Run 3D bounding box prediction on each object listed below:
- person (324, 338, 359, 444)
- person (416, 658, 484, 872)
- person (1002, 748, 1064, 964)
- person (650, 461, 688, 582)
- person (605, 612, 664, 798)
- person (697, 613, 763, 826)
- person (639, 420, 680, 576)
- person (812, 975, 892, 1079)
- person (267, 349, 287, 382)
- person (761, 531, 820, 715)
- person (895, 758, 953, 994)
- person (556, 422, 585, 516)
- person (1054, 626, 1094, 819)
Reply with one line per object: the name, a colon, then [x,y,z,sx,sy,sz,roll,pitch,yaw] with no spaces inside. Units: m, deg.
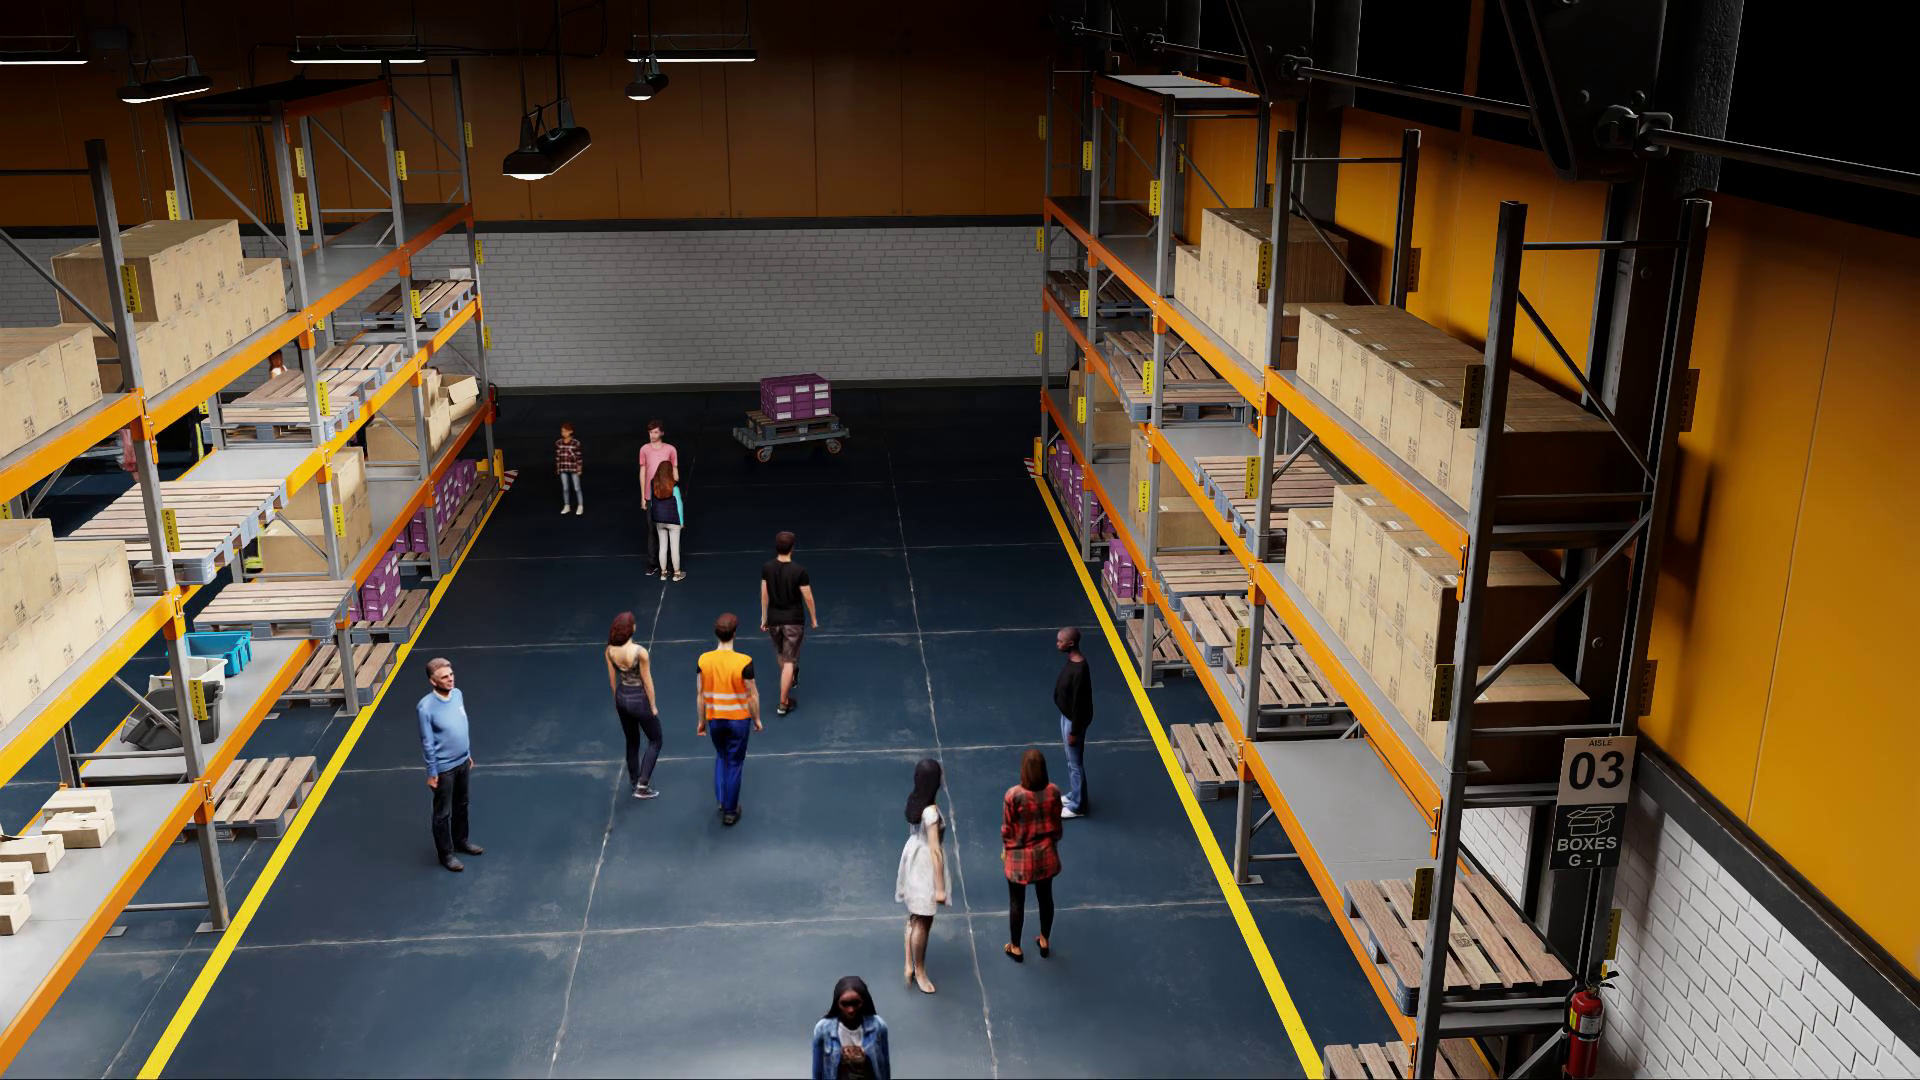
person: [-9.707,-2.342,26.220,0.726,1.705,0.759,2,19,5]
person: [-4.228,1.808,13.724,0.809,1.815,0.681,8,20,22]
person: [0.536,2.330,12.352,0.671,1.701,0.625,-6,20,-18]
person: [-3.574,-0.240,20.299,0.662,1.501,0.690,6,20,18]
person: [-2.917,1.498,14.726,0.781,1.763,0.818,8,20,22]
person: [-2.021,1.582,14.306,0.762,1.873,0.774,4,19,12]
person: [-3.685,-0.539,20.468,0.618,1.959,0.522,-2,19,-6]
person: [-0.632,3.244,9.653,0.646,1.693,1.014,-3,19,-9]
person: [-10.245,-2.039,25.196,0.700,1.783,0.521,1,19,3]
person: [-1.770,0.844,16.566,0.954,1.829,1.187,5,19,15]
person: [-0.268,2.414,12.009,0.853,1.762,0.651,-2,19,-6]
person: [-5.361,-0.999,22.859,0.580,1.305,0.577,2,19,6]
person: [1.010,1.573,14.531,0.664,1.745,0.505,-3,19,-8]
